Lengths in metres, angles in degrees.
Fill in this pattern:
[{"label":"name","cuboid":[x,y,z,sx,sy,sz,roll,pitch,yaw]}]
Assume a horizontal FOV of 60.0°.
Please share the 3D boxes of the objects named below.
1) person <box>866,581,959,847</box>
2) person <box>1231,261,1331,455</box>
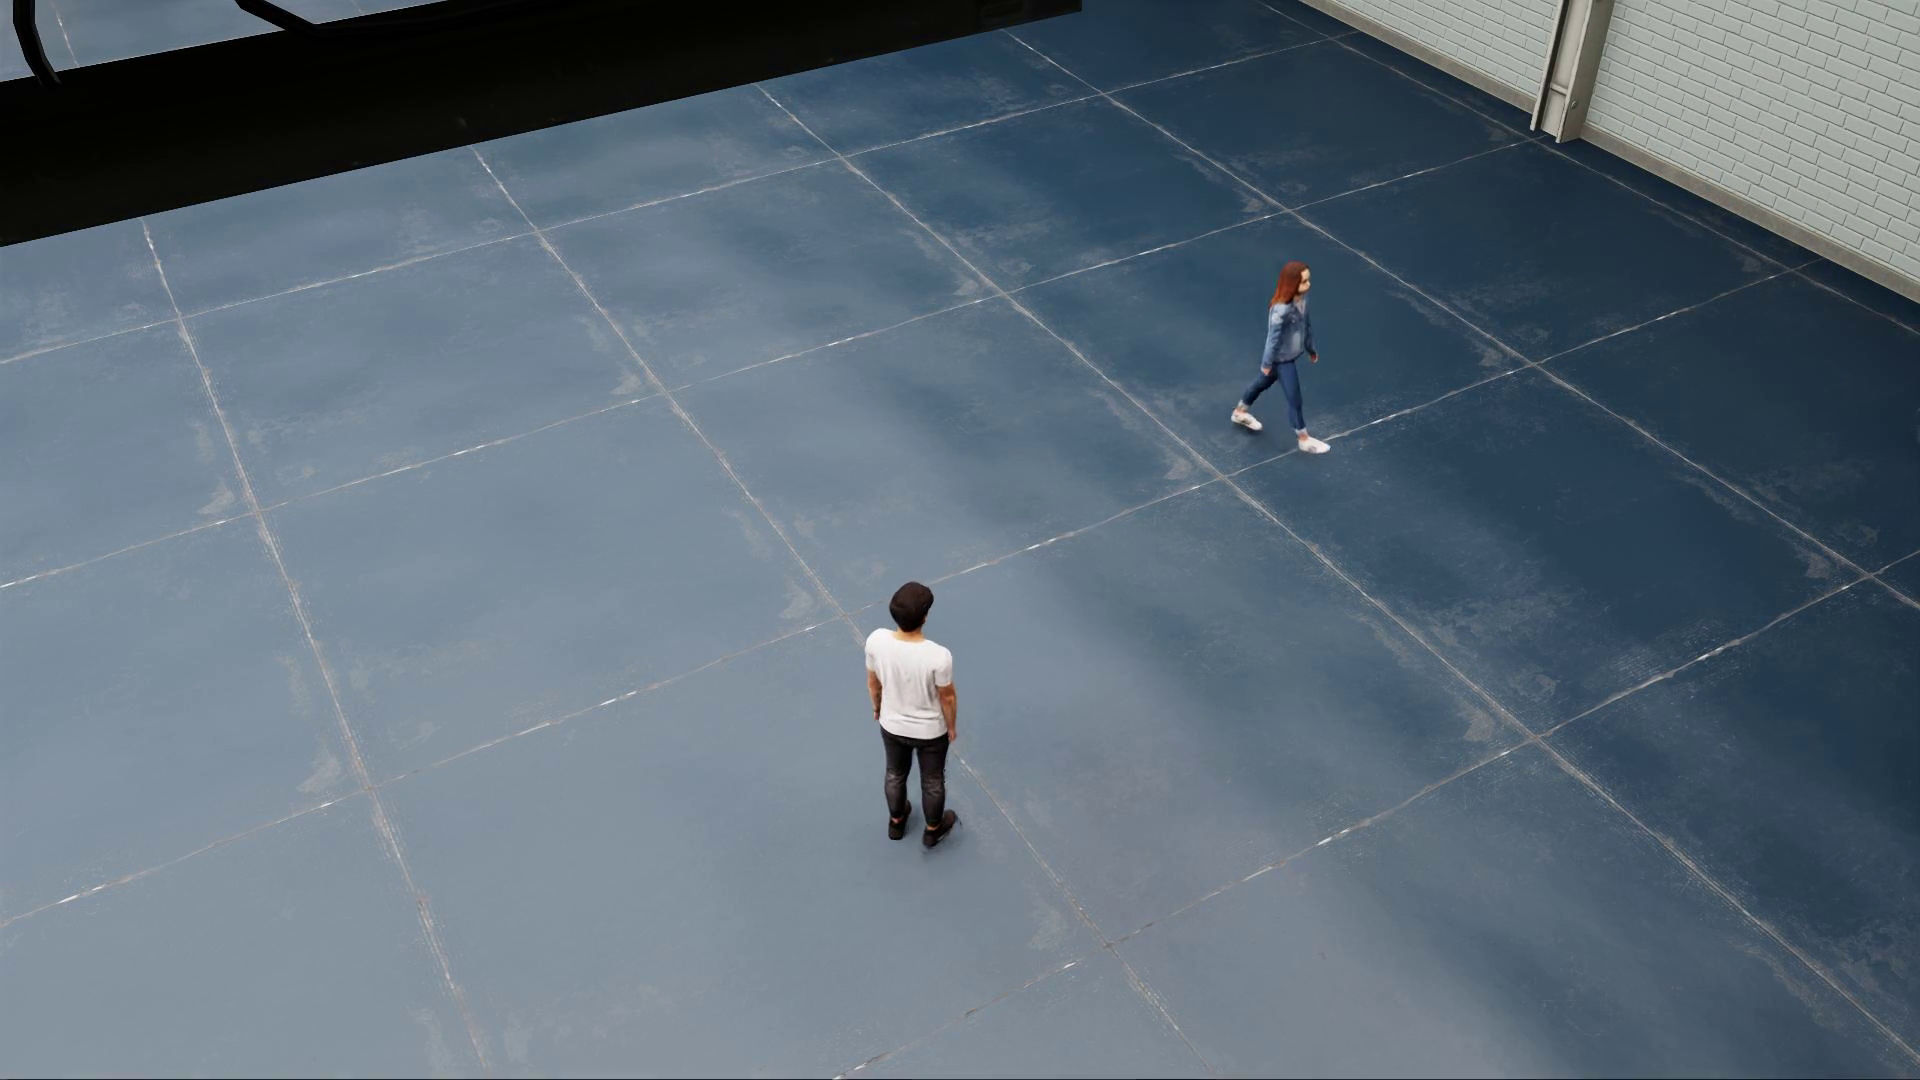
[{"label":"person","cuboid":[-0.247,0.913,8.618,0.685,1.723,0.759,12,40,15]},{"label":"person","cuboid":[2.209,-1.314,11.701,1.089,1.432,0.878,21,43,24]}]
